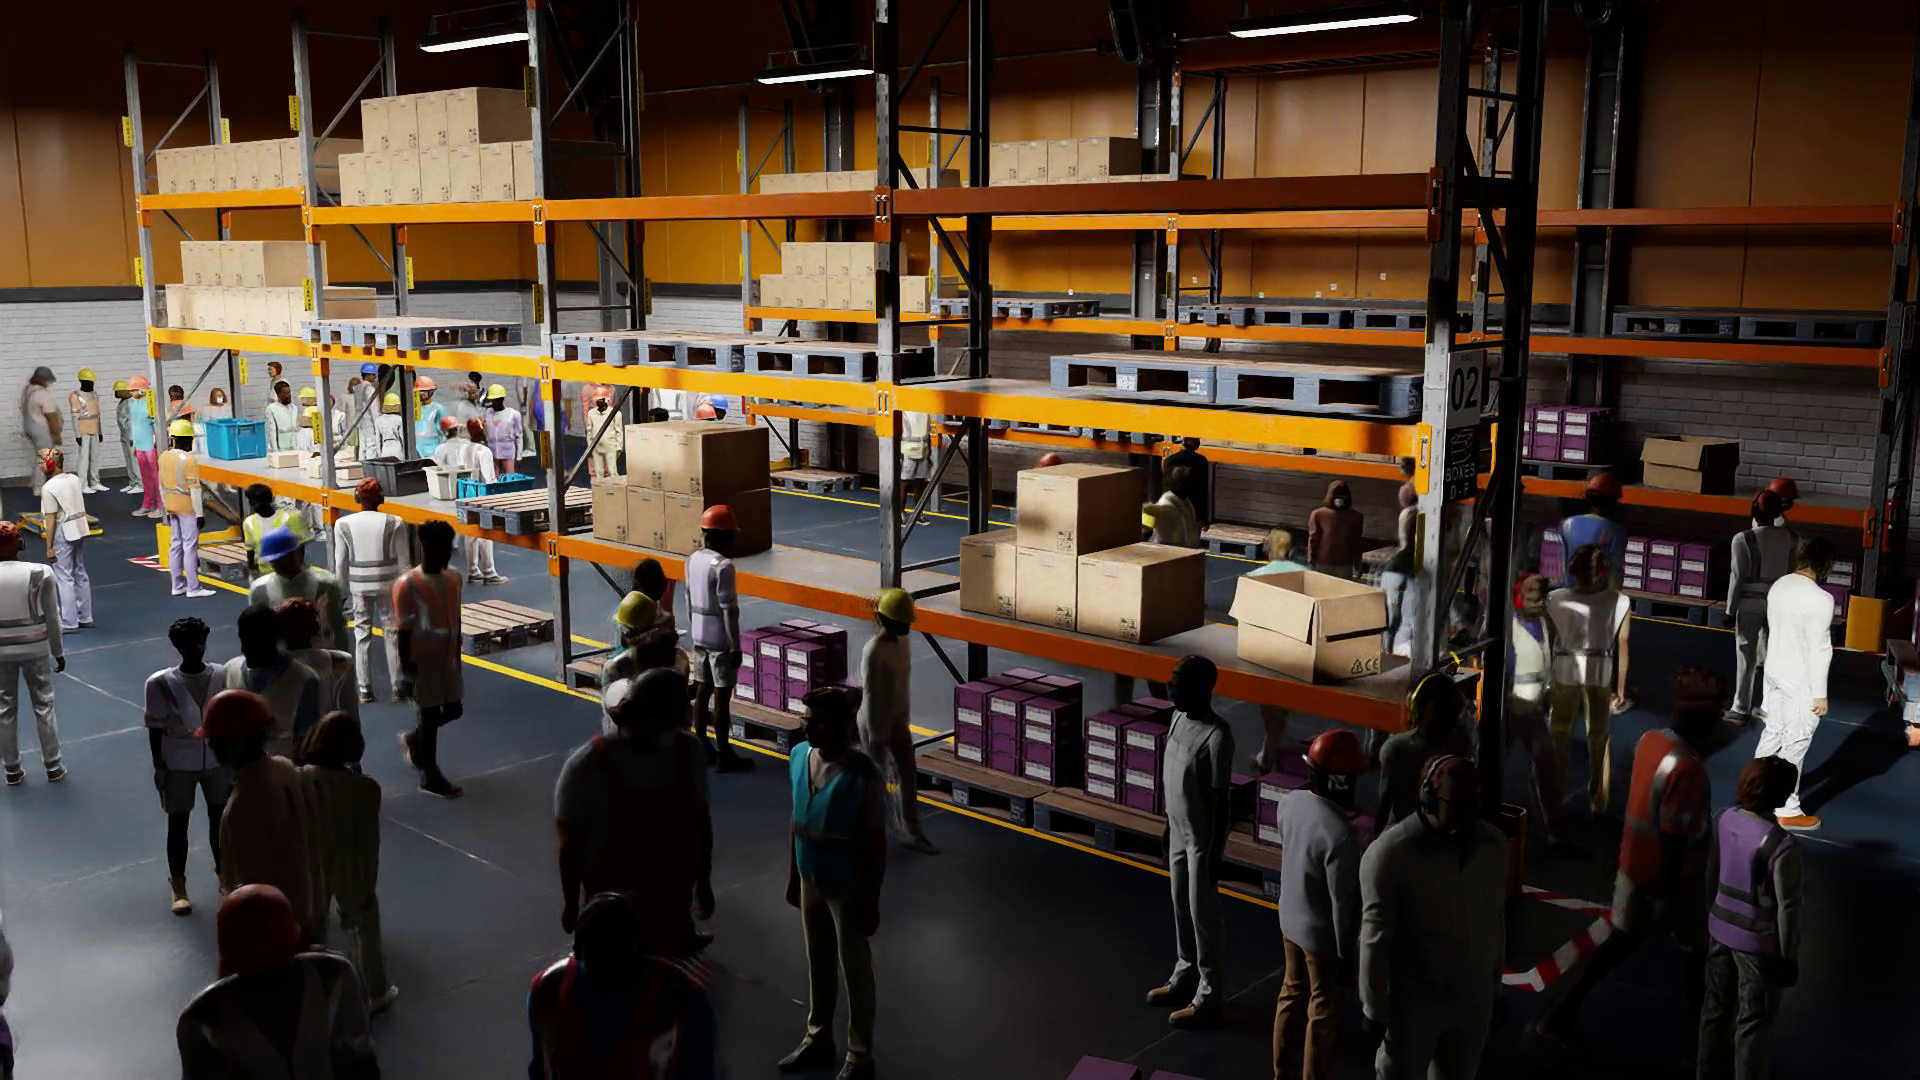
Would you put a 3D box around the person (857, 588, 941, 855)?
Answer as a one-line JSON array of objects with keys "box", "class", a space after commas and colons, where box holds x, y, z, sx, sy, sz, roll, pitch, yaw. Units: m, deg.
[{"box": [-0.510, 1.111, 10.312, 0.722, 1.724, 0.578, 5, 11, 25], "class": "person"}]

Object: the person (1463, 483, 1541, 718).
[{"box": [4.329, 0.464, 13.305, 0.606, 1.957, 0.373, 0, 10, 0], "class": "person"}]

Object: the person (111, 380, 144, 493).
[{"box": [-12.782, -1.585, 25.513, 0.321, 1.737, 0.485, -10, 14, -44], "class": "person"}]

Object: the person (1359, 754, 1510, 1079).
[{"box": [1.815, 1.730, 6.293, 0.652, 1.906, 0.402, -4, 11, -21], "class": "person"}]

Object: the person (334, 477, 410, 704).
[{"box": [-4.847, 0.417, 13.776, 0.583, 1.882, 0.337, -2, 10, -10], "class": "person"}]

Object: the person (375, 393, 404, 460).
[{"box": [-7.867, -1.168, 23.139, 0.490, 1.744, 0.295, 2, 10, 11], "class": "person"}]

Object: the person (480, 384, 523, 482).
[{"box": [-6.221, -1.152, 22.528, 0.594, 1.924, 0.382, 1, 10, 6], "class": "person"}]

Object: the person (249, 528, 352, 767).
[{"box": [-4.435, 0.857, 11.216, 0.660, 1.913, 0.454, -2, 10, -10], "class": "person"}]

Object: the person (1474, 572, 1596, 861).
[{"box": [3.475, 1.066, 10.402, 0.972, 1.794, 0.575, 9, 14, 42], "class": "person"}]

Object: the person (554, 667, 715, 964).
[{"box": [-1.456, 1.463, 7.417, 0.699, 2.000, 0.825, -8, 13, -37], "class": "person"}]

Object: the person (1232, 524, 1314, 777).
[{"box": [2.160, 0.832, 11.458, 0.704, 1.872, 0.995, -3, 10, -15], "class": "person"}]

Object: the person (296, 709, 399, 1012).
[{"box": [-2.978, 1.602, 7.892, 0.505, 1.595, 0.827, 1, 10, 4], "class": "person"}]

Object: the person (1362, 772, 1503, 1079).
[{"box": [1.917, 1.711, 6.718, 0.538, 1.811, 0.853, 4, 11, 22], "class": "person"}]

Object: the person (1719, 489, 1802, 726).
[{"box": [6.300, 0.535, 13.118, 0.576, 1.882, 0.355, -2, 10, -10], "class": "person"}]

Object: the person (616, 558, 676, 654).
[{"box": [-1.935, 1.019, 10.581, 0.596, 1.808, 0.643, 8, 13, 39], "class": "person"}]

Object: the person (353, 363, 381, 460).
[{"box": [-9.340, -1.827, 26.305, 0.402, 1.940, 0.602, -10, 14, -43], "class": "person"}]

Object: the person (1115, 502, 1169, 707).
[{"box": [1.305, 0.676, 12.232, 0.633, 1.926, 0.386, -4, 11, -21], "class": "person"}]

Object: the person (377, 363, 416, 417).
[{"box": [-10.221, -2.553, 30.124, 0.689, 2.000, 0.538, -8, 13, -38], "class": "person"}]

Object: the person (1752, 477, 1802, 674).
[{"box": [7.223, 0.310, 14.757, 0.346, 1.746, 0.573, 1, 10, 3], "class": "person"}]

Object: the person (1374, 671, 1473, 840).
[{"box": [2.143, 1.482, 7.866, 0.536, 1.849, 0.548, -3, 10, -17], "class": "person"}]

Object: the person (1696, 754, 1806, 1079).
[{"box": [3.376, 1.717, 7.112, 0.314, 1.641, 0.515, -2, 10, -13], "class": "person"}]

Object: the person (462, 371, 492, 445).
[{"box": [-8.118, -1.995, 27.947, 0.533, 1.696, 0.318, 1, 10, 3], "class": "person"}]

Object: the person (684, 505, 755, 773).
[{"box": [-1.746, 0.708, 11.998, 0.376, 1.933, 0.544, -9, 13, -41], "class": "person"}]

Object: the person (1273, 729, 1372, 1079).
[{"box": [1.572, 1.658, 7.166, 0.345, 1.743, 0.555, -3, 11, -18], "class": "person"}]

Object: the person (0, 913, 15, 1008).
[{"box": [-3.787, 1.790, 6.267, 0.433, 1.808, 0.752, -5, 11, -28], "class": "person"}]

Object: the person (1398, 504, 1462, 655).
[{"box": [4.048, 0.299, 14.495, 0.607, 1.869, 1.020, -1, 10, -6], "class": "person"}]

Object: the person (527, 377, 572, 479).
[{"box": [-6.654, -1.978, 26.877, 0.692, 2.000, 0.612, 3, 11, 19], "class": "person"}]

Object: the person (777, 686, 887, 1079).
[{"box": [-0.551, 1.547, 7.491, 0.564, 1.847, 0.395, 9, 14, 42], "class": "person"}]

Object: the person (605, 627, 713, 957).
[{"box": [-1.634, 1.358, 8.640, 0.574, 1.822, 0.779, 6, 12, 30], "class": "person"}]

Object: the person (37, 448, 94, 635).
[{"box": [-8.720, 0.009, 16.223, 0.394, 1.836, 0.561, 0, 10, 1], "class": "person"}]

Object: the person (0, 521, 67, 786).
[{"box": [-6.599, 0.800, 11.653, 0.581, 1.879, 0.365, -4, 11, -19], "class": "person"}]

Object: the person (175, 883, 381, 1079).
[{"box": [-2.131, 1.916, 5.265, 0.608, 1.897, 0.701, -7, 12, -35], "class": "person"}]

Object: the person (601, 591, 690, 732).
[{"box": [-1.816, 1.194, 9.520, 0.403, 1.837, 0.590, 8, 13, 39], "class": "person"}]

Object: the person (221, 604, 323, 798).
[{"box": [-3.666, 1.258, 8.969, 0.608, 1.901, 0.504, 4, 11, 19], "class": "person"}]

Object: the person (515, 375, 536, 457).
[{"box": [-7.861, -2.428, 29.943, 0.327, 1.860, 0.520, -6, 11, -29], "class": "person"}]

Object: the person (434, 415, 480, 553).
[{"box": [-6.139, -0.671, 20.380, 0.566, 1.723, 0.699, -7, 12, -35], "class": "person"}]

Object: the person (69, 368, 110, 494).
[{"box": [-13.354, -1.672, 25.504, 0.400, 1.918, 0.592, 2, 10, 9], "class": "person"}]
